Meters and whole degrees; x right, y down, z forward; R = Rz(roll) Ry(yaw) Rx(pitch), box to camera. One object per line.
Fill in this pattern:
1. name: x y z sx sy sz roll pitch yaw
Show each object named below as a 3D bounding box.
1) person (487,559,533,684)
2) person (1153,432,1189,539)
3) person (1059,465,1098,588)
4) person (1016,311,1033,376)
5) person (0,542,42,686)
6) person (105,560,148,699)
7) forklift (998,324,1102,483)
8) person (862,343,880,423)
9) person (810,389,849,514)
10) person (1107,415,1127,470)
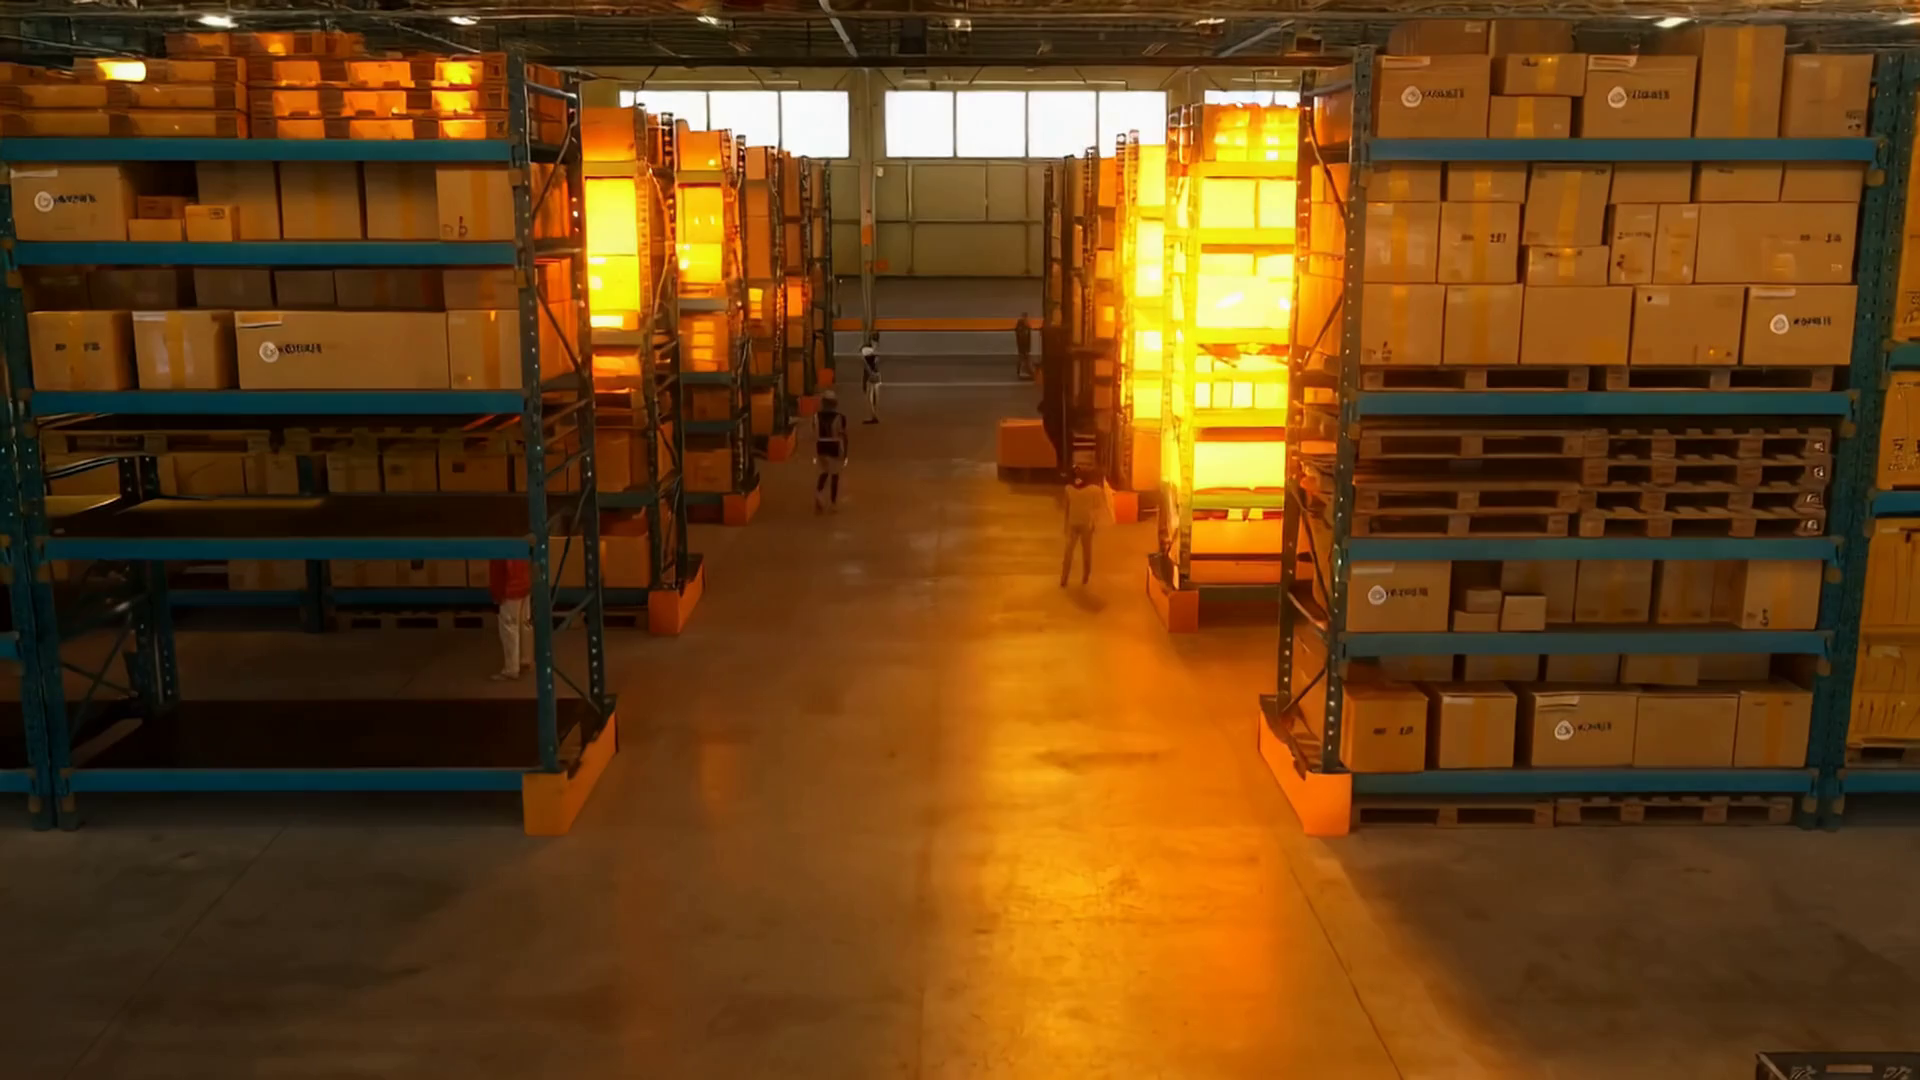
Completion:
1. person: -4.713 0.586 17.397 0.429 1.838 0.621 4 12 20
2. person: 3.222 -0.824 24.959 0.816 1.601 0.531 9 15 39
3. person: 1.579 -0.181 21.760 0.513 1.613 0.562 4 12 19
4. person: 1.892 -5.722 48.502 0.404 1.903 0.636 -5 12 -23
5. person: -9.810 0.561 17.346 0.409 1.907 0.651 -9 15 -39
6. person: -8.294 0.834 16.517 0.316 1.694 0.541 -11 16 -43
7. forklift: 1.639 -2.488 30.030 1.873 2.768 1.129 1 11 3
8. person: -2.036 -3.588 38.057 0.375 1.844 0.567 5 12 23
9. person: -2.110 -1.415 26.853 0.605 2.020 0.529 3 12 15
10. person: 3.136 -2.061 31.141 0.888 1.584 0.508 7 14 33
